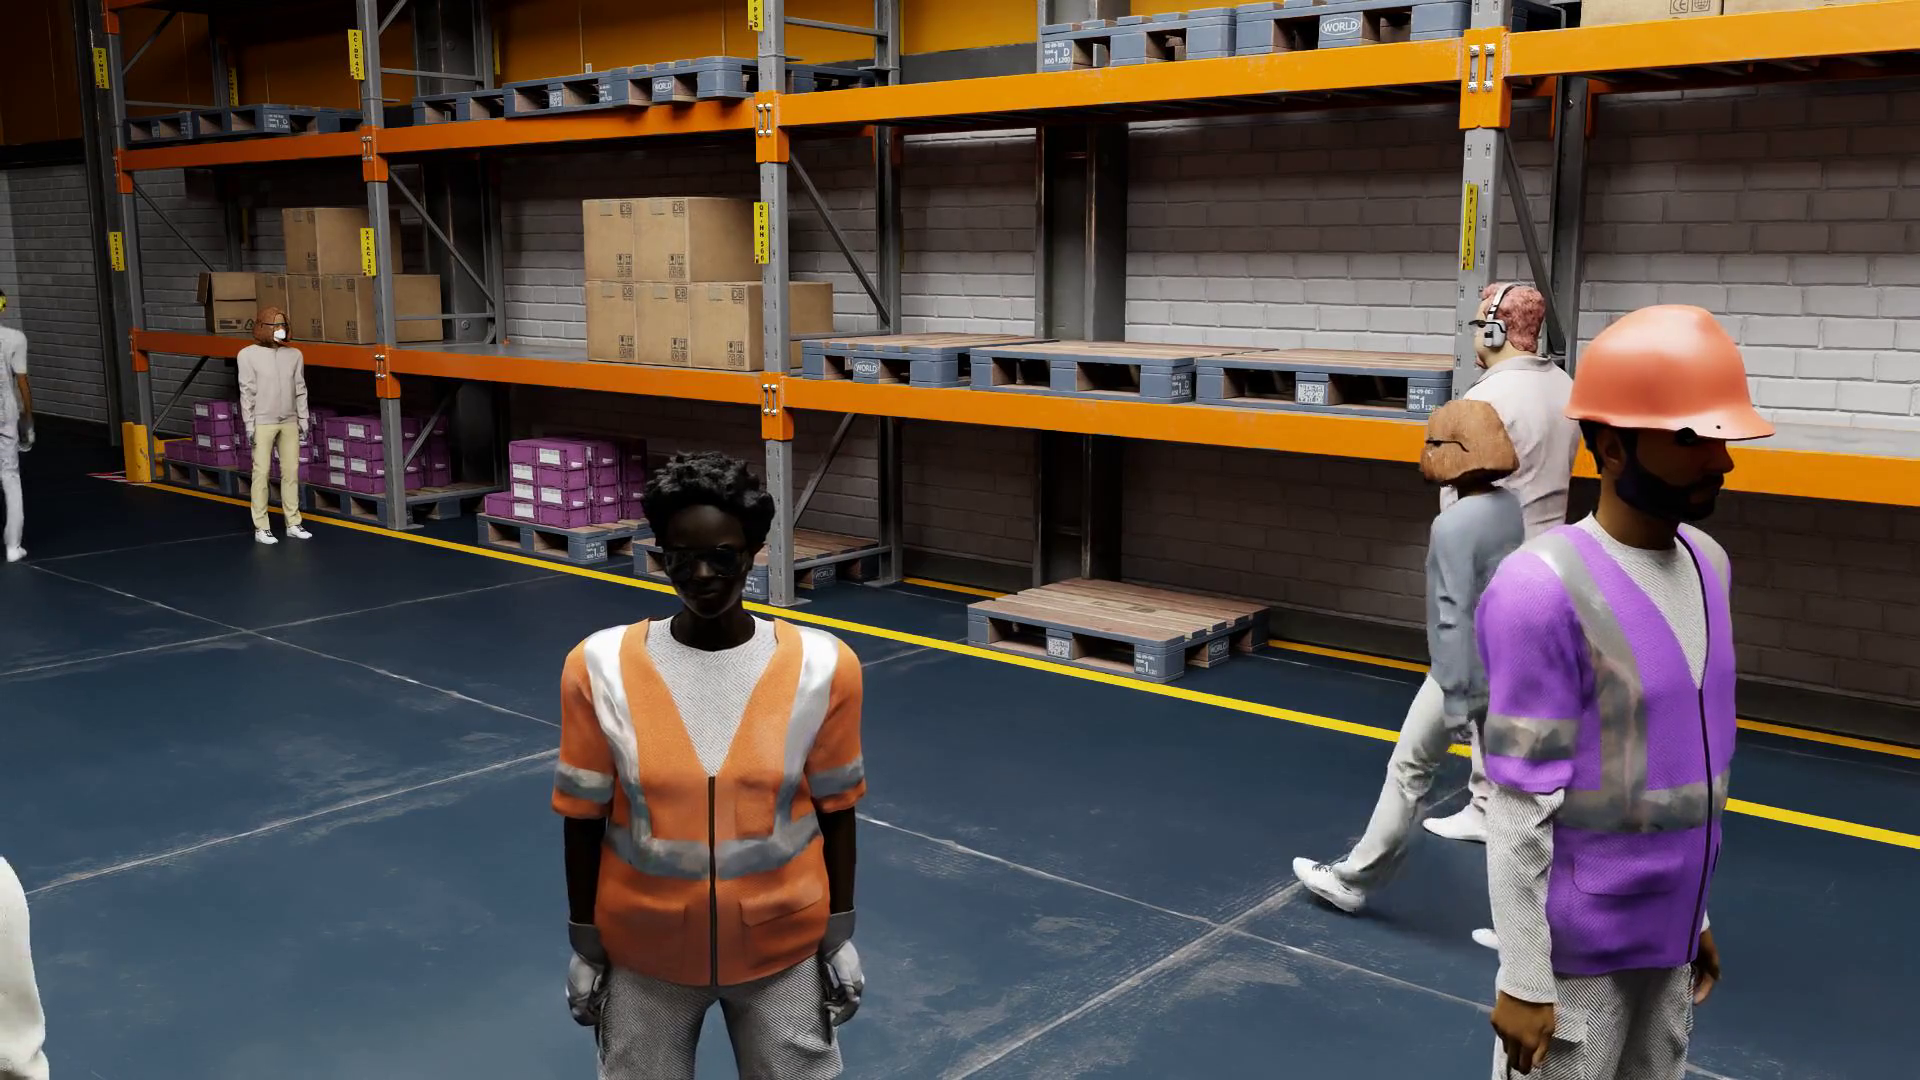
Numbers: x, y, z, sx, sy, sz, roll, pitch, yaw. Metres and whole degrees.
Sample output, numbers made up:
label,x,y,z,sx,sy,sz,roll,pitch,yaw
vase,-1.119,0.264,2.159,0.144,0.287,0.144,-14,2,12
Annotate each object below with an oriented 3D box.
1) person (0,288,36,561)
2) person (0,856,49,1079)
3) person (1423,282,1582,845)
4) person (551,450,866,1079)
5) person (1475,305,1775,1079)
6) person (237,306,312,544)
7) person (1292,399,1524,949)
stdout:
label,x,y,z,sx,sy,sz,roll,pitch,yaw
person,-6.180,-0.745,10.572,0.530,1.850,0.633,-5,11,-25
person,-1.244,0.846,1.767,0.547,1.751,0.499,-6,12,-31
person,1.835,0.084,5.685,0.646,1.907,0.401,-9,14,-43
person,-0.417,0.689,2.831,0.530,1.697,0.321,-2,10,-9
person,1.045,0.604,2.636,0.552,1.937,0.356,-8,13,-37
person,-4.719,-0.791,11.474,0.274,1.629,0.498,7,12,36
person,1.394,0.389,4.842,0.501,1.593,0.842,-10,14,-43
